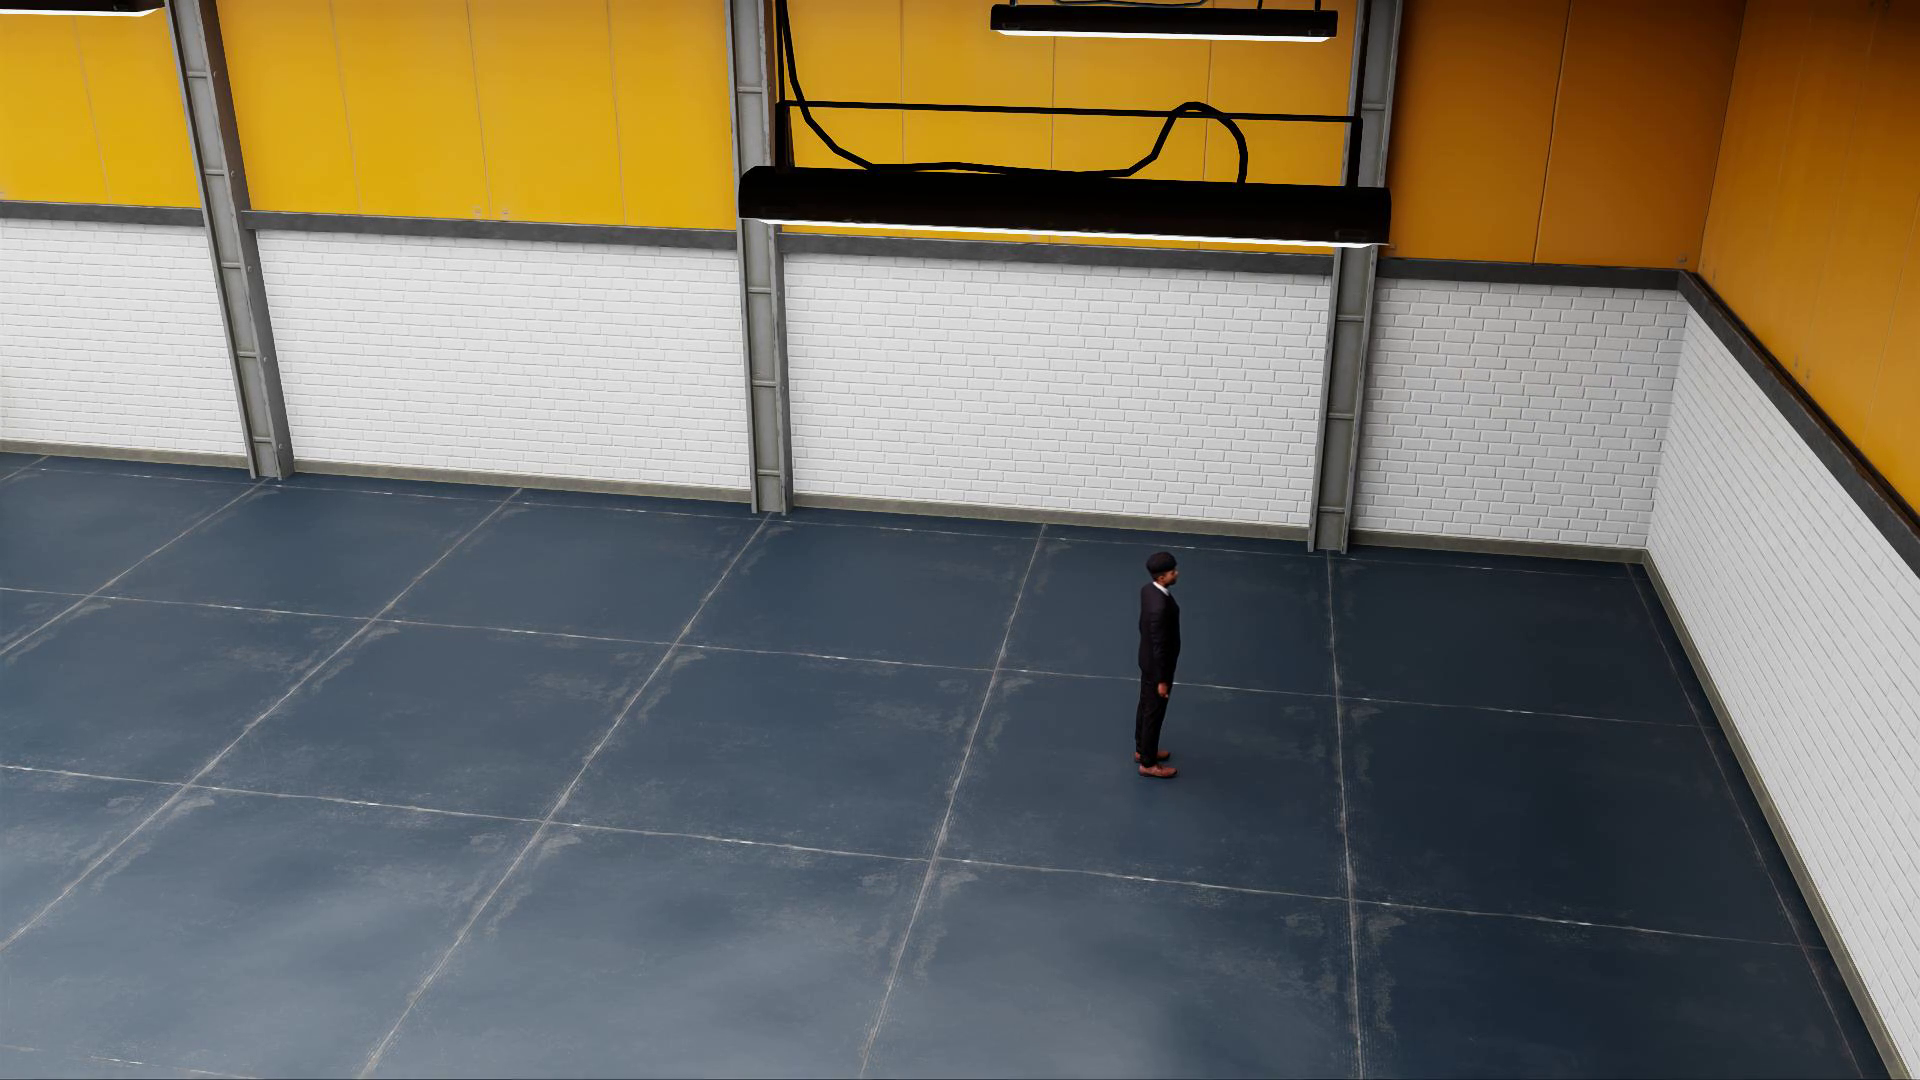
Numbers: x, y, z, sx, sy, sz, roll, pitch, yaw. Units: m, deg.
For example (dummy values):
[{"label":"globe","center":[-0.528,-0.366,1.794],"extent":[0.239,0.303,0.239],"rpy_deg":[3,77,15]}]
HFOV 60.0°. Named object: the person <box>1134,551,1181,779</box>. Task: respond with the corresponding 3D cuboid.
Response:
[{"label":"person","center":[1.527,0.956,13.027],"extent":[0.644,1.884,0.747],"rpy_deg":[-2,24,-4]}]
